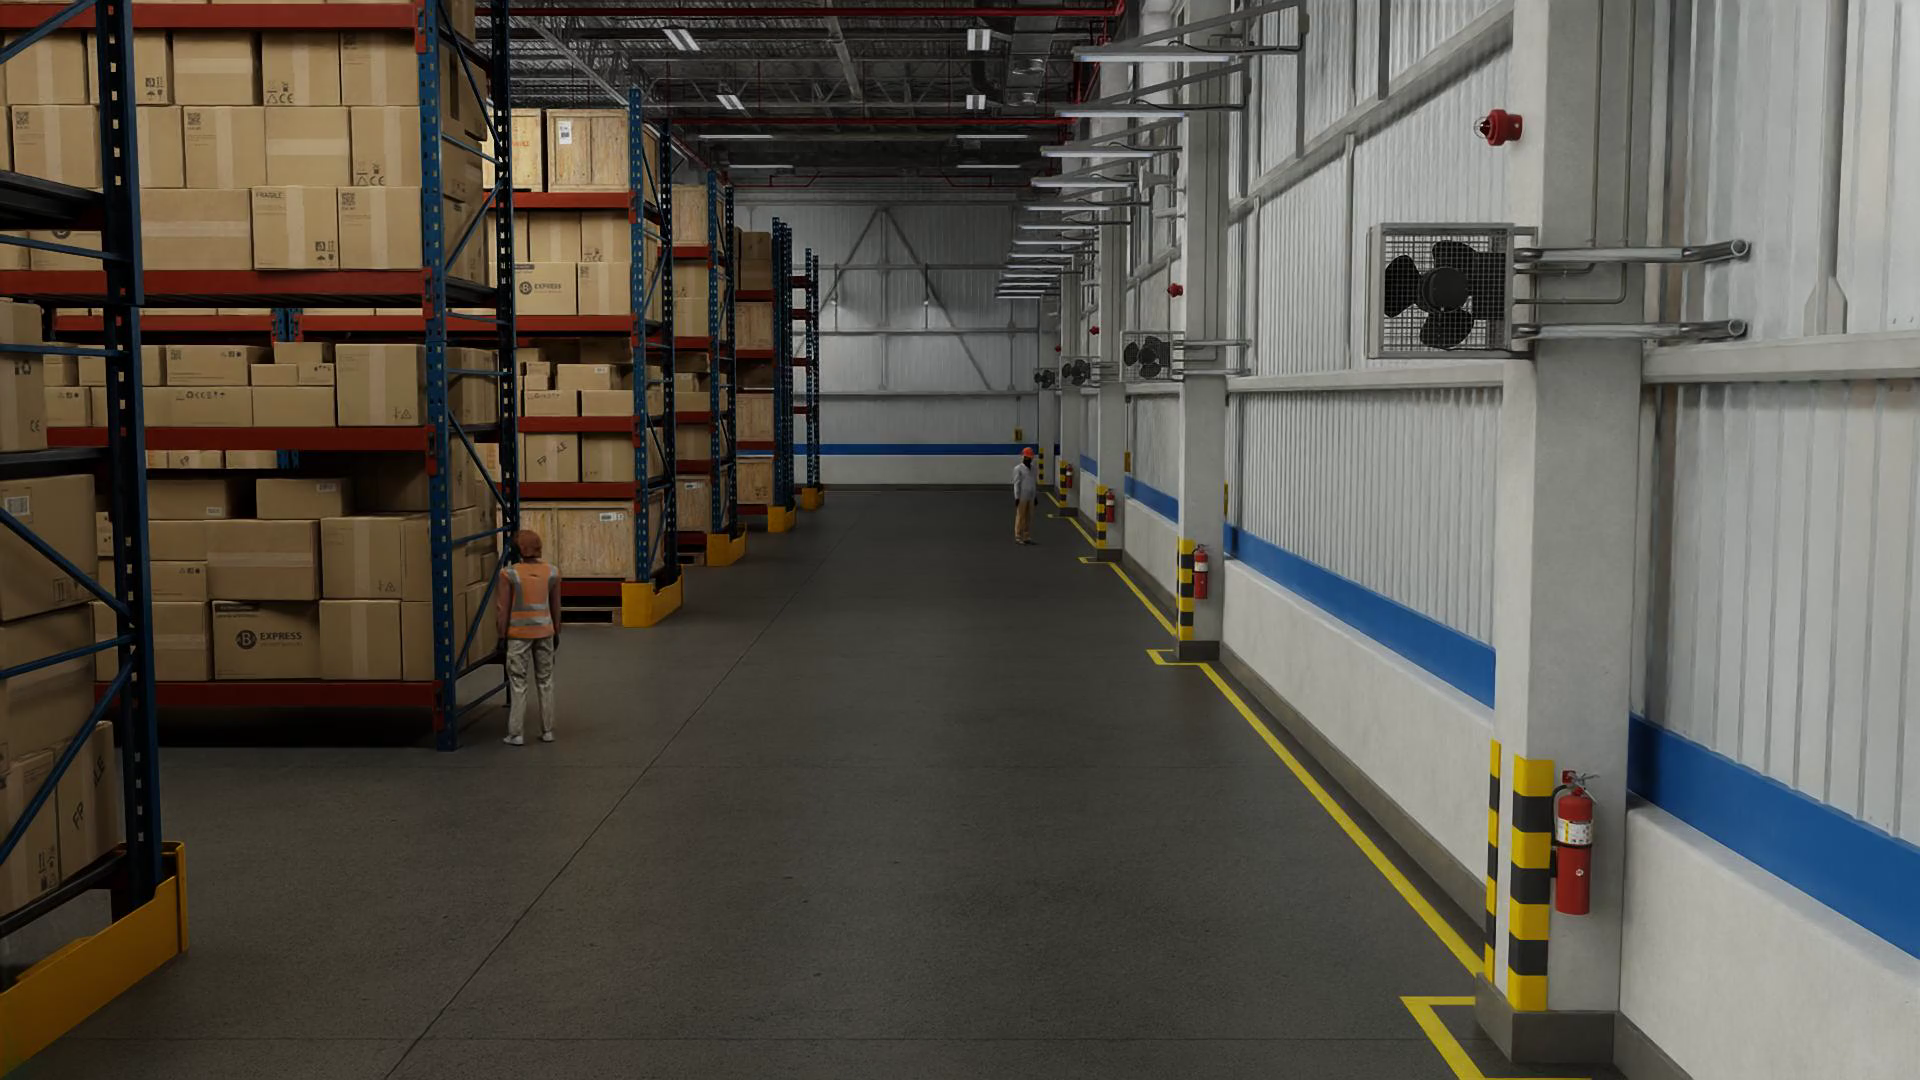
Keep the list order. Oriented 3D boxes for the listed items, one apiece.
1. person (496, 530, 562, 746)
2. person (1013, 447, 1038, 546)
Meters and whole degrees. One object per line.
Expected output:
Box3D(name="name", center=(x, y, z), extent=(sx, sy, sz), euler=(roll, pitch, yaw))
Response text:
Box3D(name="person", center=(-3.244, 0.736, 12.557), extent=(0.523, 1.631, 0.315), euler=(-4, 6, -40))
Box3D(name="person", center=(1.183, -0.770, 29.385), extent=(0.339, 1.748, 0.565), euler=(5, 7, 45))
